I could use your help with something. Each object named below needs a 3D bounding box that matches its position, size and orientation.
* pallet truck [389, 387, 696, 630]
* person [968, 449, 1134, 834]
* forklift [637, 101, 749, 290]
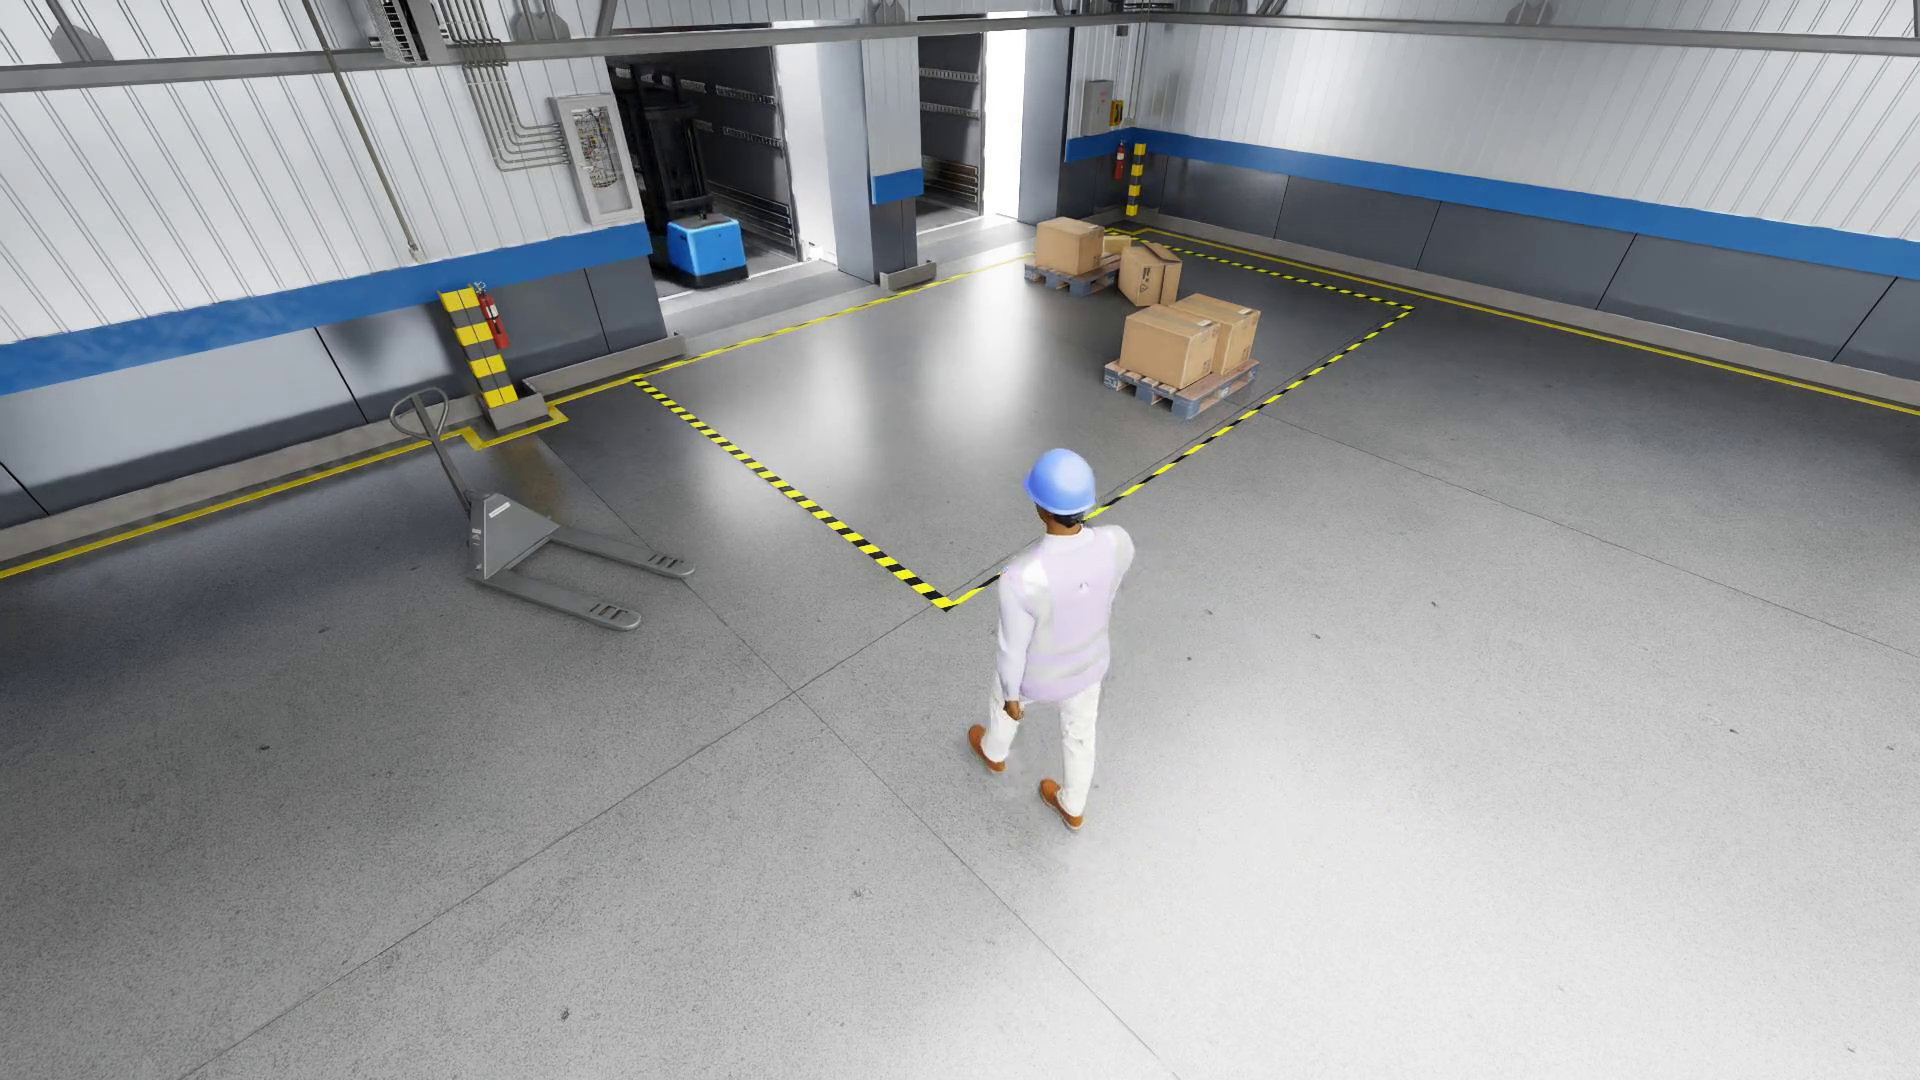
[{"bbox_3d":[-2.613,-0.247,4.593,1.601,1.201,0.680,14,40,17],"label":"pallet truck"},{"bbox_3d":[0.365,0.446,3.126,0.602,1.925,0.731,-16,41,-20],"label":"person"},{"bbox_3d":[-3.323,-4.260,9.129,0.716,2.013,0.776,-30,47,-33],"label":"forklift"}]
